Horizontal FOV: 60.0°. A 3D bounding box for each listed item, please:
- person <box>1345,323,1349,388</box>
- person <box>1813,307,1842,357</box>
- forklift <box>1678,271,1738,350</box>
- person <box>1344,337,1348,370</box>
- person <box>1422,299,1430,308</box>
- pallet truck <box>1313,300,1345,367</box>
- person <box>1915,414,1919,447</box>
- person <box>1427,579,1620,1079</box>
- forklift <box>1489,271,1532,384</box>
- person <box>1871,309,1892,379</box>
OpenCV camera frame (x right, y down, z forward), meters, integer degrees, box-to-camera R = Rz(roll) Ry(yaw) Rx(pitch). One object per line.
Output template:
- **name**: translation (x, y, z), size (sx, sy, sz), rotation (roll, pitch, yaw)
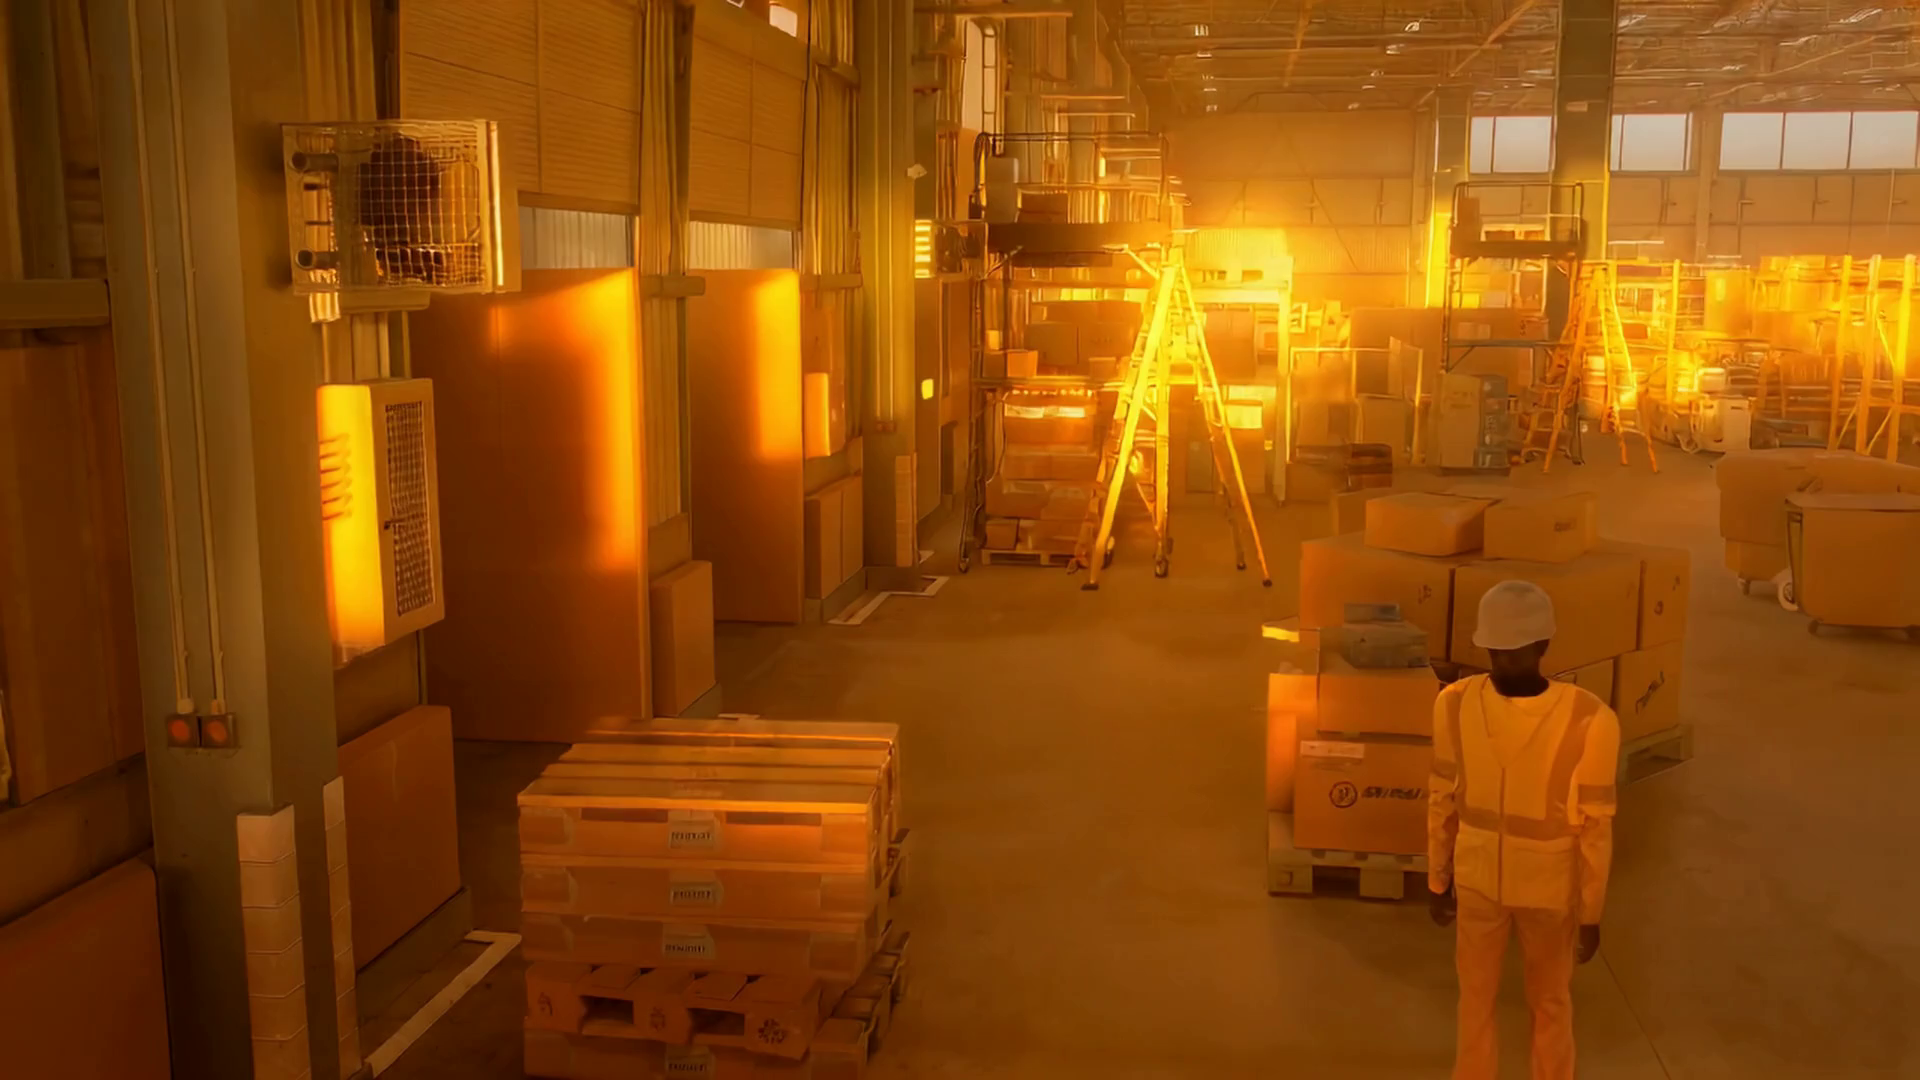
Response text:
- **person**: translation (9.476, -4.569, 39.874), size (0.542, 1.929, 0.368), rotation (-6, 11, -34)
- **person**: translation (22.213, -4.992, 42.578), size (0.653, 1.889, 0.986), rotation (3, 10, 19)
- **forklift**: translation (21.735, -6.311, 47.690), size (1.873, 2.768, 1.129), rotation (-3, 10, -19)
- **person**: translation (9.071, -4.155, 38.142), size (0.531, 1.663, 0.836), rotation (3, 10, 17)
- **person**: translation (15.120, -6.866, 54.025), size (0.655, 1.928, 0.460), rotation (9, 13, 43)
- **pallet truck**: translation (11.159, -6.200, 49.718), size (0.823, 1.965, 1.885), rotation (4, 10, 26)
- **person**: translation (15.639, -2.348, 26.762), size (0.319, 1.739, 0.484), rotation (9, 13, 43)
- **person**: translation (1.717, 1.063, 5.175), size (0.585, 1.920, 0.395), rotation (7, 12, 38)
- **forklift**: translation (13.422, -5.322, 41.591), size (1.873, 2.768, 1.129), rotation (1, 9, 9)
- **person**: translation (22.021, -4.556, 39.837), size (0.557, 1.918, 0.647), rotation (2, 9, 11)
